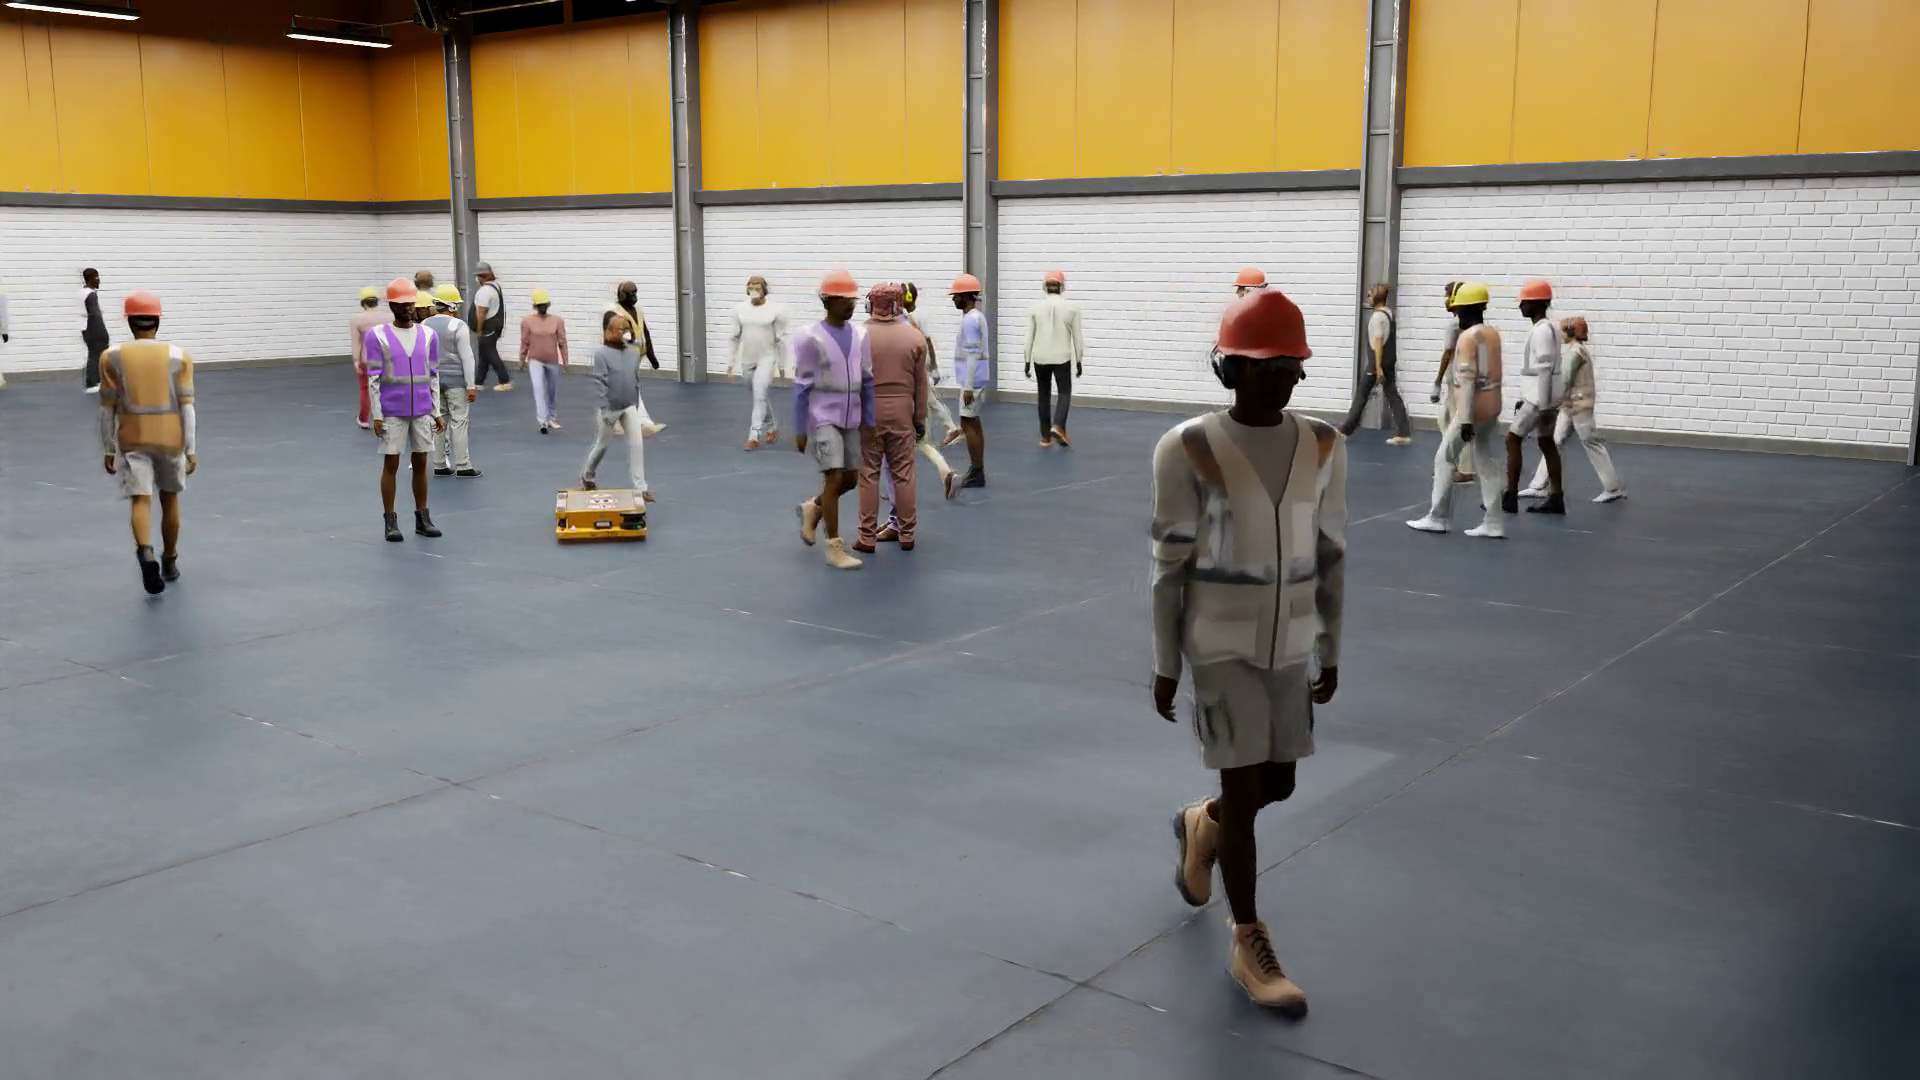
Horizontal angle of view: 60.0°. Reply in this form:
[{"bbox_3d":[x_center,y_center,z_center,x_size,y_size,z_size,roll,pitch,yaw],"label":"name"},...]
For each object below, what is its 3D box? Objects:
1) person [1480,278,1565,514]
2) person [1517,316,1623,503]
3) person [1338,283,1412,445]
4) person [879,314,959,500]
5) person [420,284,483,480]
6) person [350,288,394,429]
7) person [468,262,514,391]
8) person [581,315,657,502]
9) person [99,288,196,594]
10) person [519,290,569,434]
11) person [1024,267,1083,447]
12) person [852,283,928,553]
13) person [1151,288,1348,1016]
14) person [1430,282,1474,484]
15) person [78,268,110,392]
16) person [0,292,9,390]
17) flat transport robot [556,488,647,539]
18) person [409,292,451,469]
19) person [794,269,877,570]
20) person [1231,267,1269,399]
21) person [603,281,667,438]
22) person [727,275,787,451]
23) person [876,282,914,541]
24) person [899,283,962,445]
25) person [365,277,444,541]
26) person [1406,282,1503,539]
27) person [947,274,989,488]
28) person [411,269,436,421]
[{"bbox_3d":[4.595,-1.156,13.519,0.801,1.907,0.552,5,11,27],"label":"person"},{"bbox_3d":[5.272,-1.110,14.196,0.884,1.589,0.505,3,10,20],"label":"person"},{"bbox_3d":[4.620,-1.949,18.488,0.980,1.795,0.516,8,13,39],"label":"person"},{"bbox_3d":[-0.371,-1.106,14.082,0.684,1.611,0.512,7,12,36],"label":"person"},{"bbox_3d":[-4.790,-1.482,15.638,0.599,1.830,0.404,4,11,24],"label":"person"},{"bbox_3d":[-6.970,-2.134,19.806,0.534,1.714,0.937,-6,11,-30],"label":"person"},{"bbox_3d":[-7.295,-3.309,25.666,0.840,2.000,0.695,0,10,1],"label":"person"},{"bbox_3d":[-2.972,-1.137,14.292,0.808,1.603,0.491,9,13,43],"label":"person"},{"bbox_3d":[-5.079,-0.620,10.439,0.556,1.904,0.905,-5,11,-25],"label":"person"},{"bbox_3d":[-4.942,-2.126,19.801,0.536,1.694,1.027,-4,11,-23],"label":"person"},{"bbox_3d":[1.010,-1.984,18.156,0.647,1.971,0.600,1,10,7],"label":"person"},{"bbox_3d":[-0.552,-0.859,11.802,0.655,1.904,0.407,-3,10,-18],"label":"person"},{"bbox_3d":[0.817,0.277,4.871,0.611,2.021,0.841,-3,10,-19],"label":"person"},{"bbox_3d":[4.511,-1.443,15.331,0.630,1.850,0.529,8,13,40],"label":"person"},{"bbox_3d":[-13.223,-3.205,25.479,0.522,1.901,0.595,-6,11,-31],"label":"person"},{"bbox_3d":[-15.050,-3.210,25.700,0.661,1.826,0.490,4,10,20],"label":"person"},{"bbox_3d":[-2.769,-0.218,12.817,0.652,0.197,1.431,-2,10,-12],"label":"flat transport robot"},{"bbox_3d":[-5.238,-1.568,16.397,0.485,1.744,0.309,-1,10,-7],"label":"person"},{"bbox_3d":[-0.904,-0.834,11.351,0.620,2.022,0.826,-9,13,-42],"label":"person"},{"bbox_3d":[2.591,-1.431,14.868,0.380,1.996,0.608,4,10,20],"label":"person"},{"bbox_3d":[-3.775,-2.082,19.245,0.961,1.791,0.646,4,10,20],"label":"person"},{"bbox_3d":[-2.190,-1.948,18.219,0.641,1.896,1.014,3,10,17],"label":"person"},{"bbox_3d":[-0.523,-0.945,12.297,0.408,1.906,0.653,0,10,1],"label":"person"},{"bbox_3d":[-0.405,-1.910,18.236,0.970,1.809,0.597,-3,10,-17],"label":"person"},{"bbox_3d":[-4.090,-0.964,12.315,0.545,1.939,0.373,-8,12,-38],"label":"person"},{"bbox_3d":[3.735,-0.962,12.420,0.828,1.893,0.628,9,13,41],"label":"person"},{"bbox_3d":[0.072,-1.443,15.116,0.380,1.933,0.565,1,10,5],"label":"person"},{"bbox_3d":[-6.564,-2.369,20.526,0.657,1.925,0.440,-7,12,-35],"label":"person"}]
